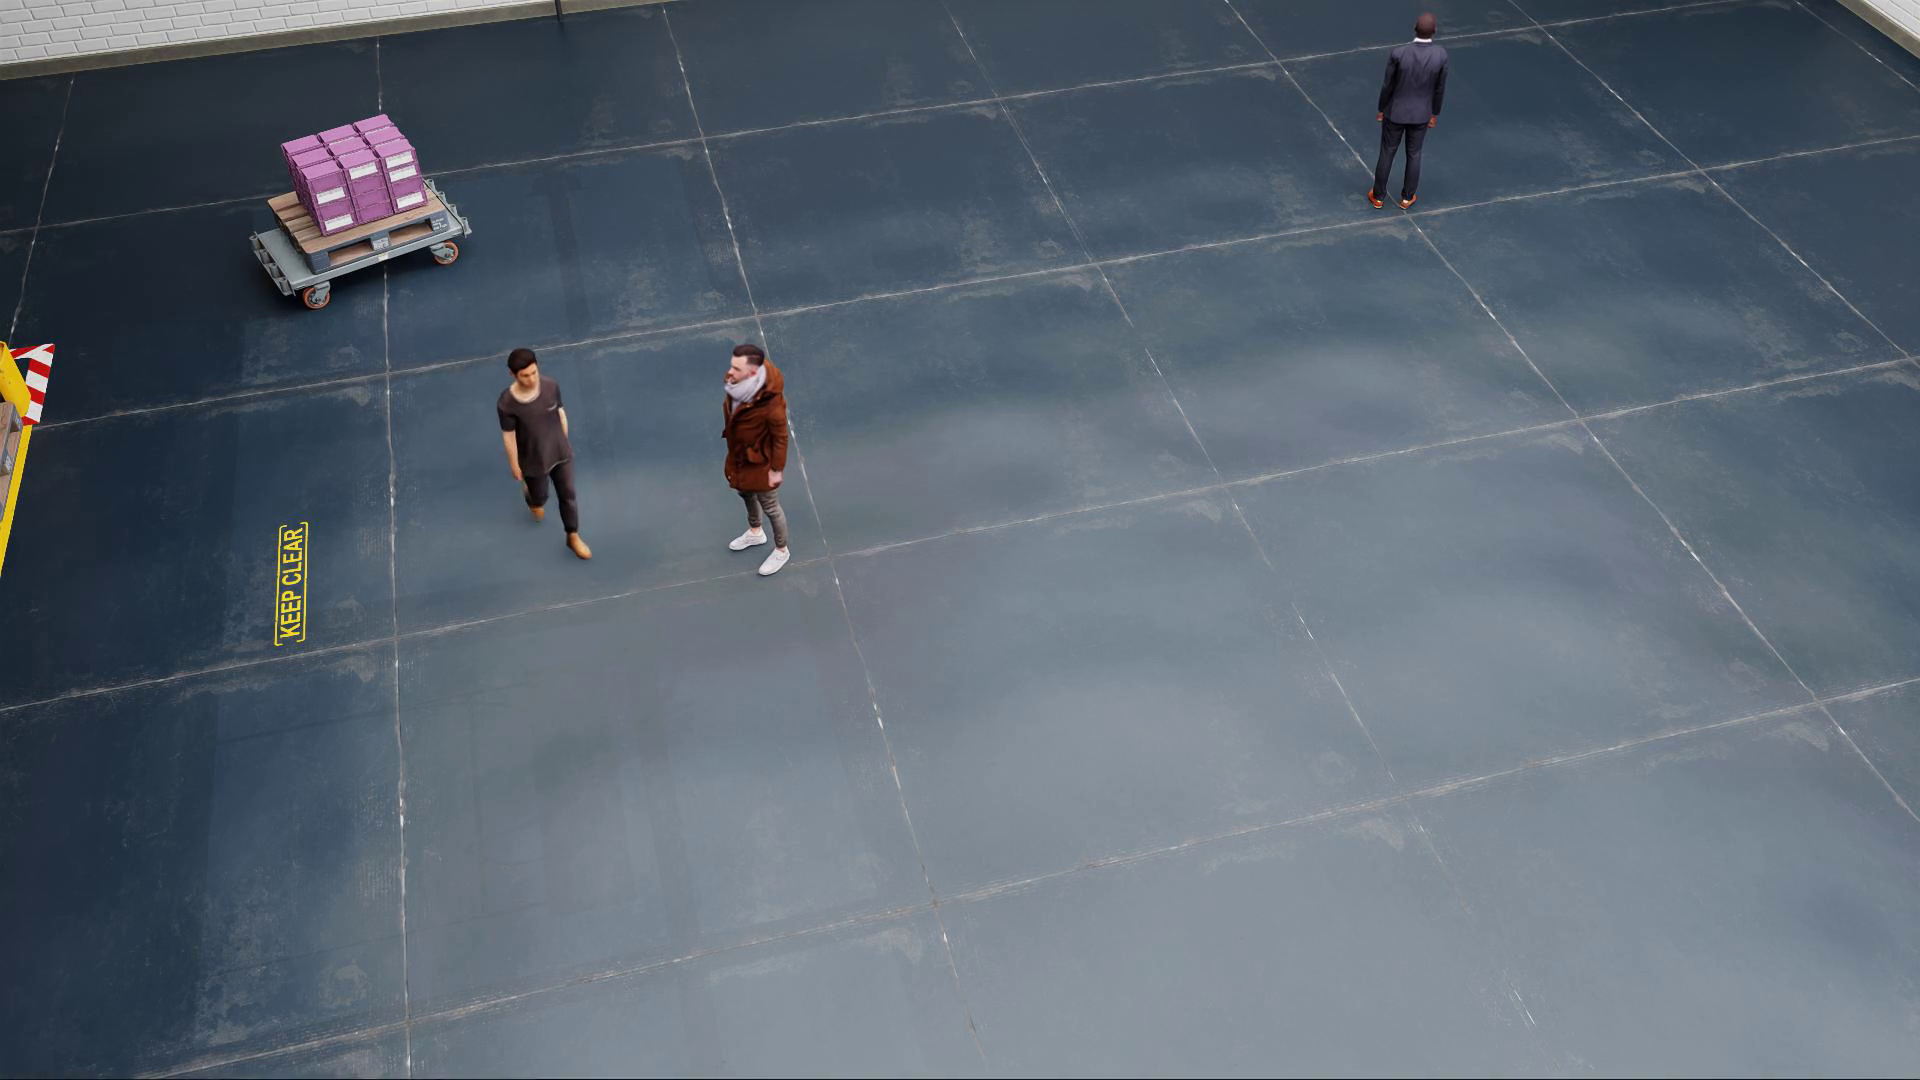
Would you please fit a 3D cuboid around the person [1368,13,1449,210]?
[{"bbox_3d":[3.922,-3.741,14.561,0.781,1.824,0.749,7,44,7],"label":"person"}]

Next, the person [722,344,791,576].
[{"bbox_3d":[-1.374,-0.571,11.222,0.895,1.839,0.804,-32,52,-29],"label":"person"}]

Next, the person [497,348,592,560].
[{"bbox_3d":[-2.894,-0.643,11.402,0.846,1.695,1.063,-28,50,-26],"label":"person"}]
